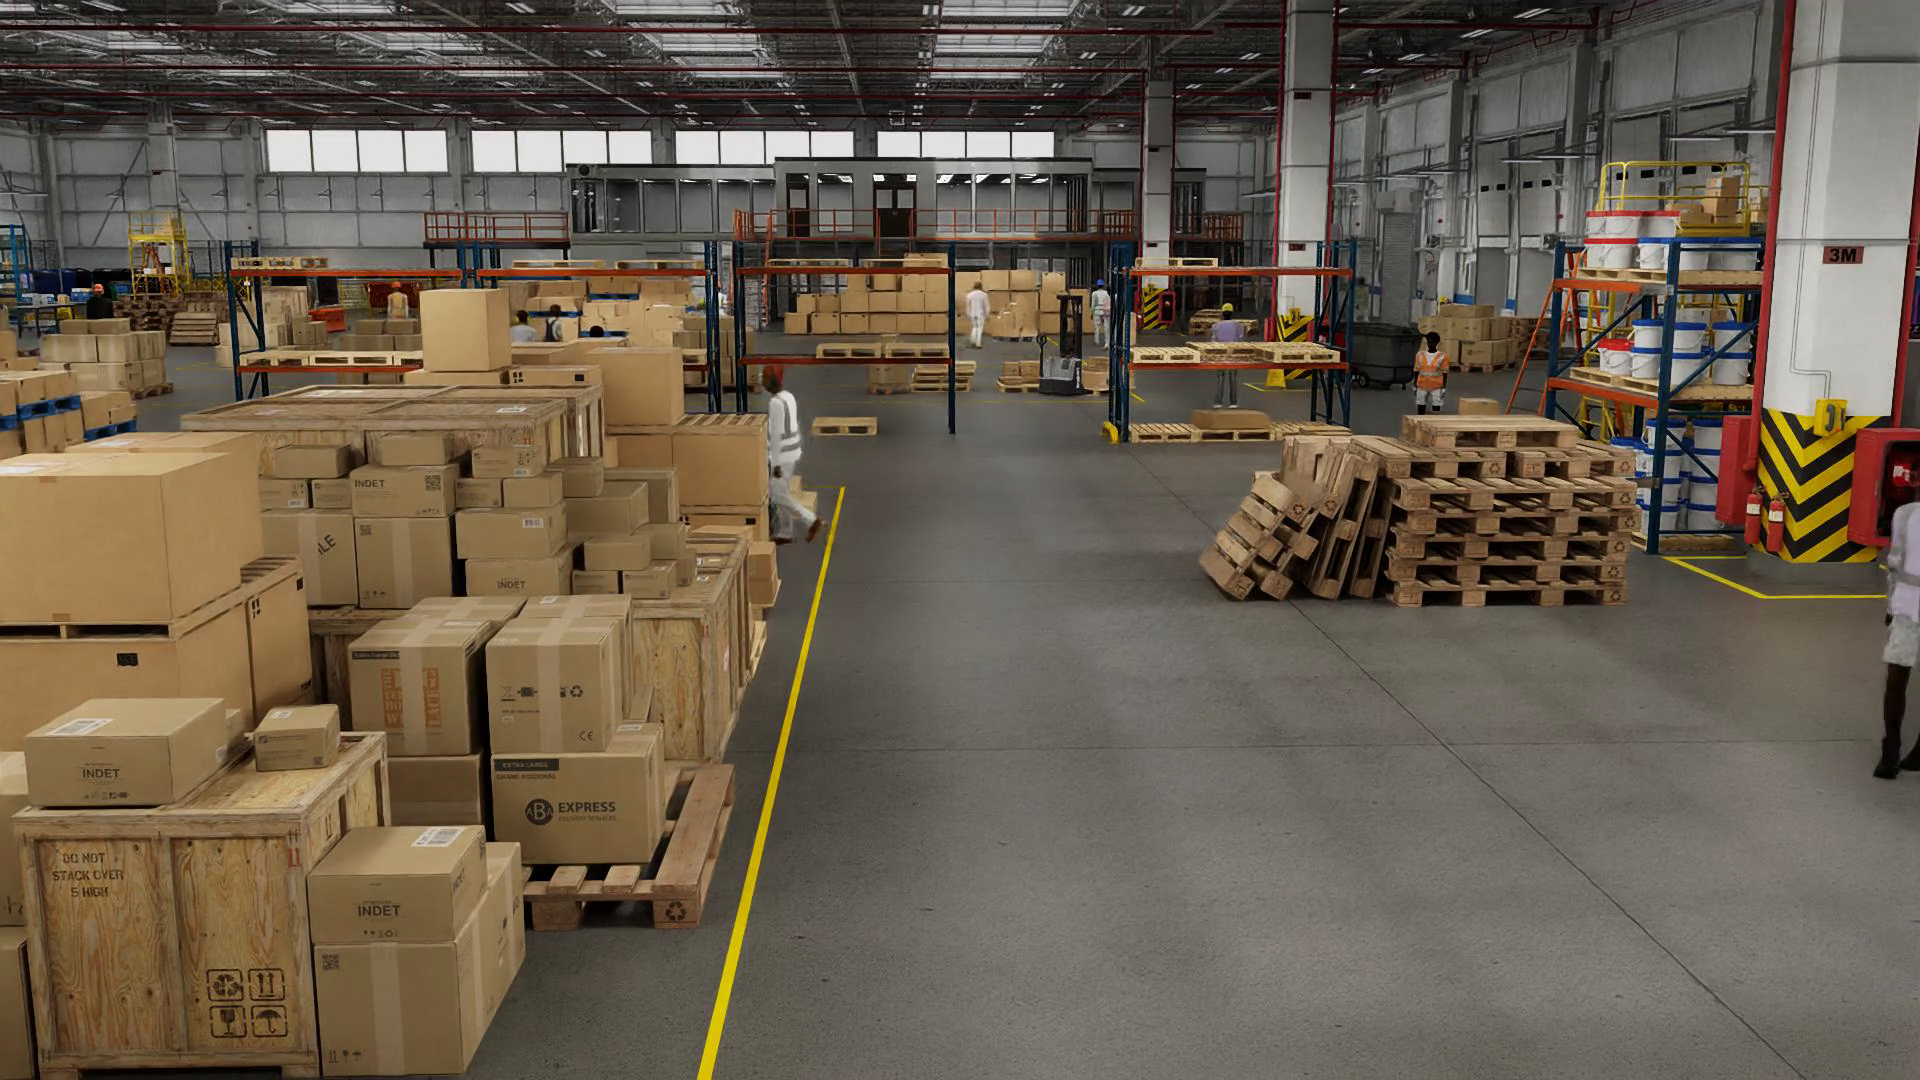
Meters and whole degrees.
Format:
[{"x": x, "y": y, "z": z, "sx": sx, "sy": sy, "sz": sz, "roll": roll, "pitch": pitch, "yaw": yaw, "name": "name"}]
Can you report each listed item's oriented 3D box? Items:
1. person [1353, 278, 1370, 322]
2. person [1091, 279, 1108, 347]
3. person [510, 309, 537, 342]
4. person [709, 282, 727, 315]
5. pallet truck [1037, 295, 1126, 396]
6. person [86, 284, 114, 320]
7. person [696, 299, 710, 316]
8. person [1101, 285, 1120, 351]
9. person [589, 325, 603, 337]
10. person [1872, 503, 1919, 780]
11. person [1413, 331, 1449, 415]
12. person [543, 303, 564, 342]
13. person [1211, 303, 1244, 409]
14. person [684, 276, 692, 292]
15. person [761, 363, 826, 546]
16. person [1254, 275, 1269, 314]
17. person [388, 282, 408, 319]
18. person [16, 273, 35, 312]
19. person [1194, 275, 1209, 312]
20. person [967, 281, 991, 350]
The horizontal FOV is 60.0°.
[{"x": 13.825, "y": -8.080, "z": 57.002, "sx": 0.648, "sy": 1.795, "sz": 0.942, "roll": -8, "pitch": 13, "yaw": -38, "name": "person"}, {"x": 4.068, "y": -6.562, "z": 48.153, "sx": 0.606, "sy": 1.940, "sz": 0.408, "roll": -2, "pitch": 10, "yaw": -13, "name": "person"}, {"x": -7.810, "y": -3.198, "z": 29.728, "sx": 0.572, "sy": 1.838, "sz": 0.726, "roll": 0, "pitch": 10, "yaw": 0, "name": "person"}, {"x": -6.820, "y": -6.300, "z": 46.713, "sx": 0.551, "sy": 1.934, "sz": 0.367, "roll": -2, "pitch": 10, "yaw": -9, "name": "person"}, {"x": 2.483, "y": -3.881, "z": 33.060, "sx": 1.885, "sy": 1.965, "sz": 0.823, "roll": -7, "pitch": 13, "yaw": -36, "name": "pallet truck"}, {"x": -21.351, "y": -5.365, "z": 41.336, "sx": 0.611, "sy": 1.995, "sz": 0.375, "roll": -6, "pitch": 12, "yaw": -30, "name": "person"}, {"x": -5.973, "y": -4.811, "z": 39.066, "sx": 0.742, "sy": 1.712, "sz": 0.494, "roll": 7, "pitch": 12, "yaw": 34, "name": "person"}, {"x": 4.185, "y": -6.164, "z": 46.218, "sx": 0.429, "sy": 1.844, "sz": 0.625, "roll": -7, "pitch": 13, "yaw": -36, "name": "person"}, {"x": -4.897, "y": -1.944, "z": 22.530, "sx": 0.592, "sy": 1.909, "sz": 0.409, "roll": -1, "pitch": 10, "yaw": -7, "name": "person"}, {"x": 5.447, "y": 0.439, "z": 9.324, "sx": 0.751, "sy": 1.874, "sz": 0.569, "roll": -9, "pitch": 13, "yaw": -41, "name": "person"}, {"x": 7.072, "y": -2.290, "z": 25.034, "sx": 0.534, "sy": 1.699, "sz": 0.318, "roll": 6, "pitch": 12, "yaw": 29, "name": "person"}, {"x": -8.042, "y": -3.745, "z": 32.787, "sx": 0.530, "sy": 1.825, "sz": 0.632, "roll": 5, "pitch": 11, "yaw": 27, "name": "person"}, {"x": 4.838, "y": -3.341, "z": 30.283, "sx": 0.631, "sy": 1.916, "sz": 0.403, "roll": 0, "pitch": 10, "yaw": 3, "name": "person"}, {"x": -10.961, "y": -9.981, "z": 67.426, "sx": 0.755, "sy": 1.855, "sz": 0.571, "roll": -1, "pitch": 10, "yaw": -6, "name": "person"}, {"x": -1.660, "y": -0.818, "z": 16.369, "sx": 0.592, "sy": 1.865, "sz": 0.610, "roll": 2, "pitch": 10, "yaw": 10, "name": "person"}, {"x": 12.439, "y": -10.200, "z": 68.585, "sx": 0.620, "sy": 1.881, "sz": 0.581, "roll": 5, "pitch": 11, "yaw": 25, "name": "person"}, {"x": -16.047, "y": -6.427, "z": 47.527, "sx": 0.555, "sy": 1.903, "sz": 0.962, "roll": -3, "pitch": 11, "yaw": -17, "name": "person"}, {"x": -40.383, "y": -10.832, "z": 71.807, "sx": 0.724, "sy": 1.996, "sz": 0.530, "roll": -4, "pitch": 11, "yaw": -20, "name": "person"}, {"x": 10.373, "y": -10.753, "z": 71.389, "sx": 0.620, "sy": 1.986, "sz": 0.406, "roll": 1, "pitch": 10, "yaw": 7, "name": "person"}, {"x": 0.539, "y": -6.325, "z": 46.880, "sx": 0.650, "sy": 1.926, "sz": 0.498, "roll": 6, "pitch": 12, "yaw": 30, "name": "person"}]
